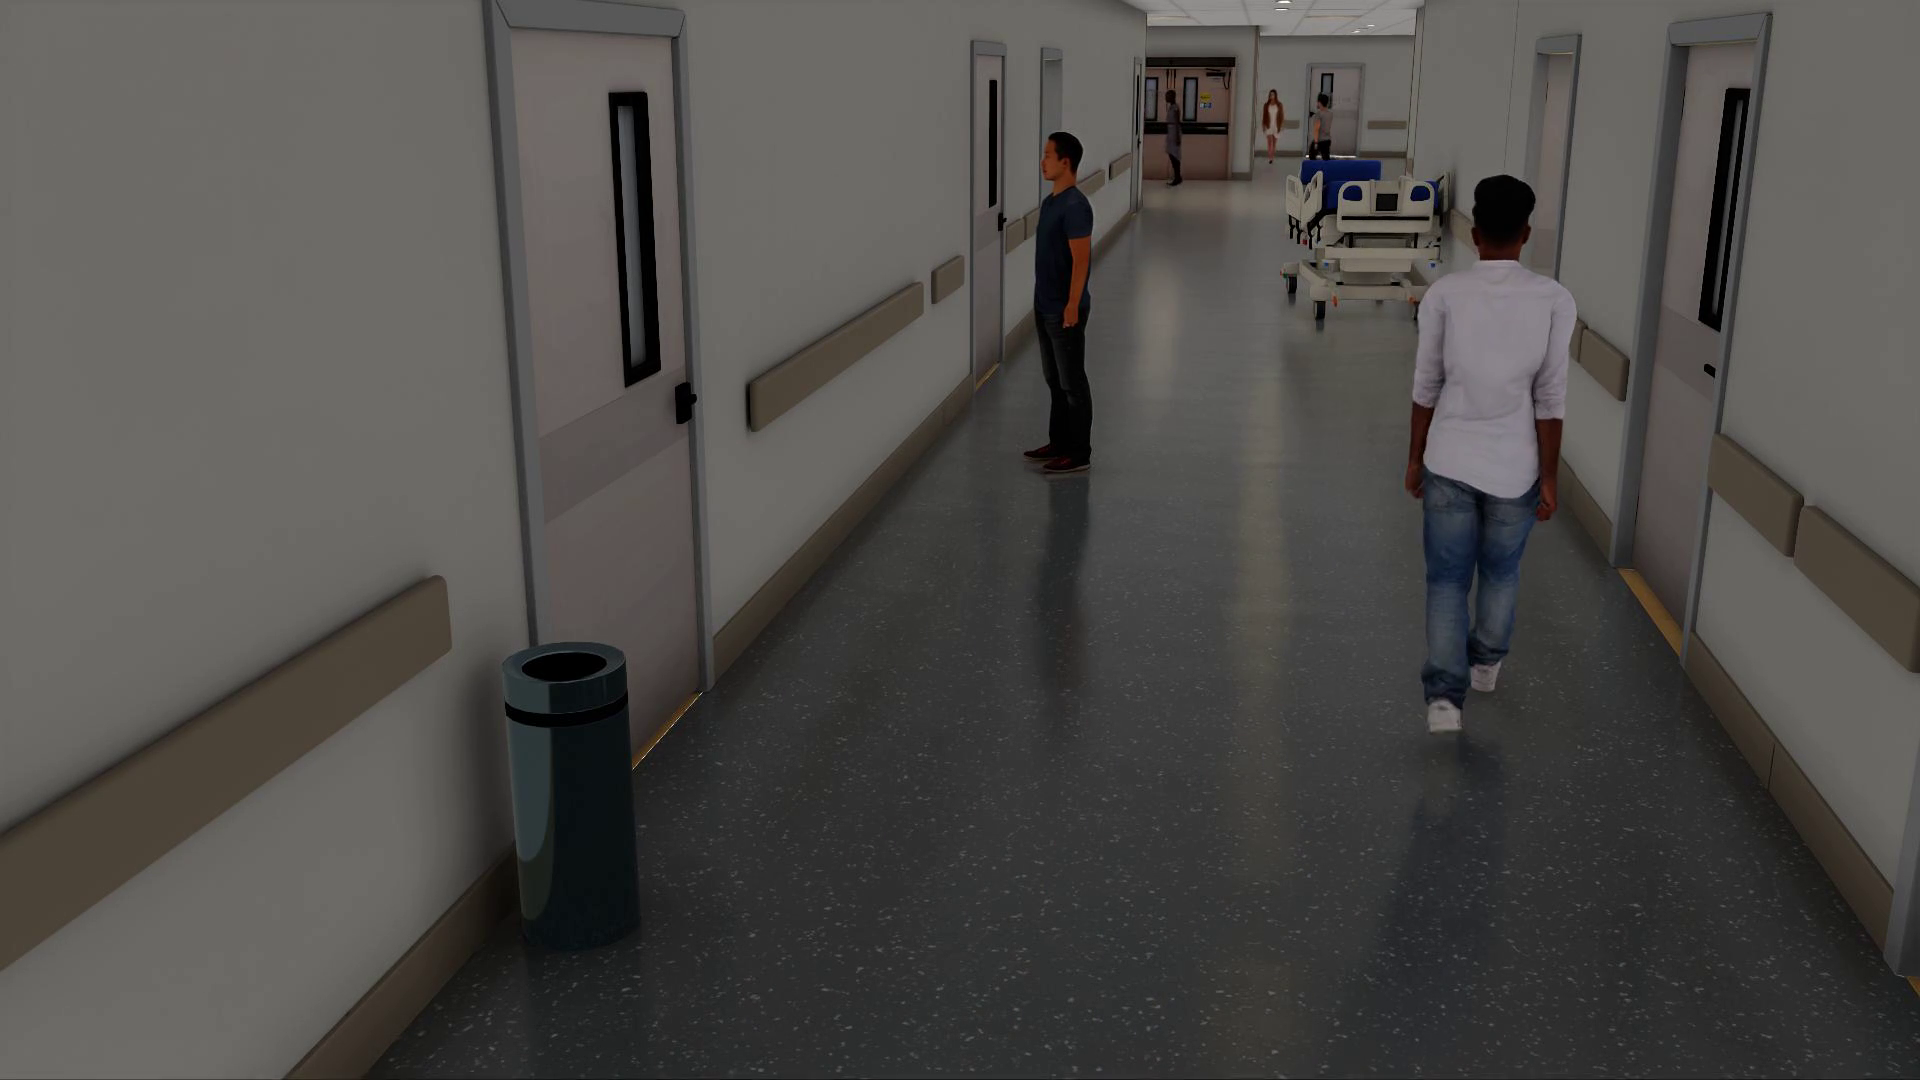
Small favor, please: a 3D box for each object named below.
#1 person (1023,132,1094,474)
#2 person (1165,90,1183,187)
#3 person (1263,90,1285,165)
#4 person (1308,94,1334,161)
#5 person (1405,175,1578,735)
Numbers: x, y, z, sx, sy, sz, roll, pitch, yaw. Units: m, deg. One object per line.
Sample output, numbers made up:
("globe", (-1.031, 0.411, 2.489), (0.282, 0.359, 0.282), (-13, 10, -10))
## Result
("person", (0.563, -1.279, 8.999), (0.703, 1.809, 0.732), (-5, 16, -16))
("person", (4.039, -7.550, 31.322), (0.773, 1.767, 0.819), (-2, 16, -8))
("person", (7.319, -9.634, 38.899), (1.086, 1.666, 0.771), (1, 16, 2))
("person", (6.762, -7.367, 30.833), (1.092, 1.680, 1.098), (-9, 18, -29))
("person", (1.654, -0.219, 5.325), (1.149, 1.763, 0.784), (5, 16, 17))
